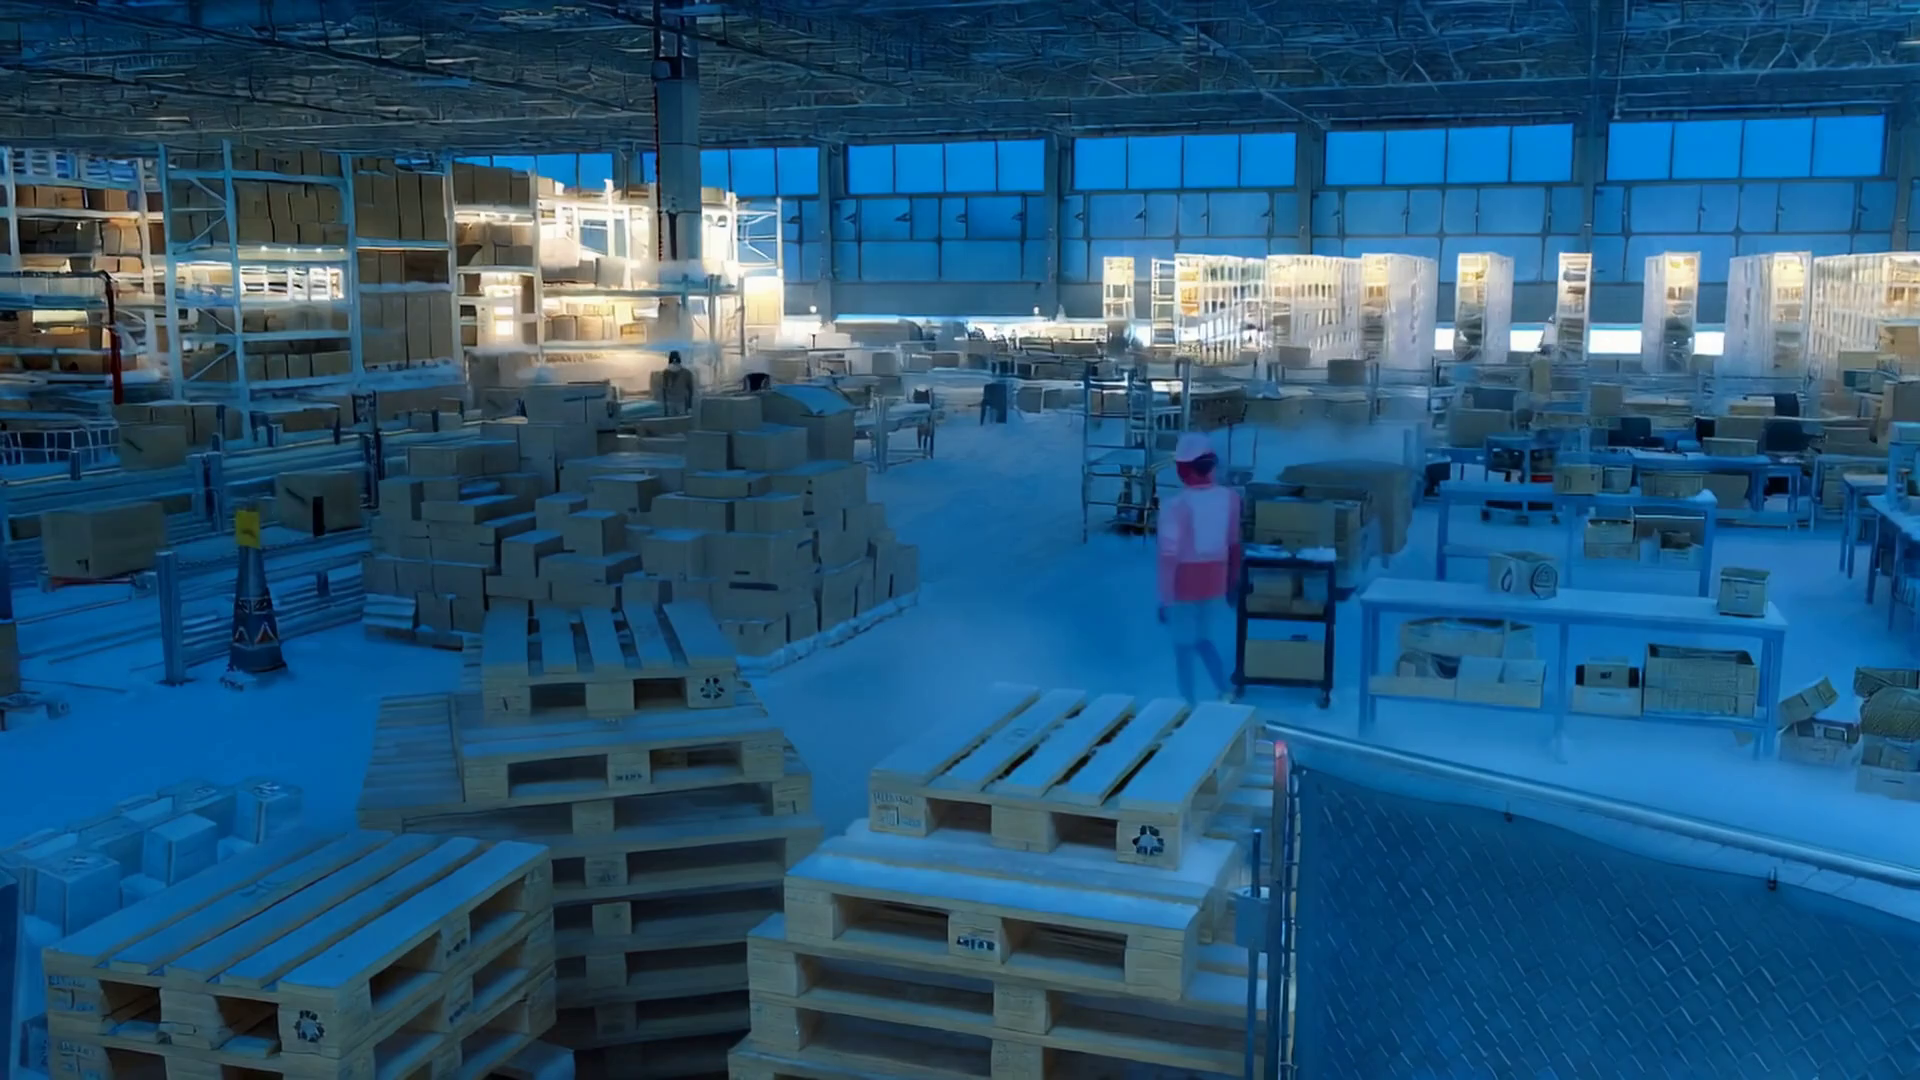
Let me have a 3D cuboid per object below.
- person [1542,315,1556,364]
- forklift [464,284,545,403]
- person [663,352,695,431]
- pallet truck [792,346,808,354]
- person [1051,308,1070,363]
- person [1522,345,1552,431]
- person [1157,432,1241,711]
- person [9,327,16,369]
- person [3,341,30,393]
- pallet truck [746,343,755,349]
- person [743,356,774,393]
[{"bbox_3d":[17.968,-5.956,50.826,0.643,1.806,0.423,-6,11,-33],"label":"person"},{"bbox_3d":[-10.832,-4.702,39.610,1.129,2.768,1.873,3,10,20],"label":"forklift"},{"bbox_3d":[-4.665,-2.244,27.662,0.584,1.780,0.975,3,10,18],"label":"person"},{"bbox_3d":[-3.705,-4.298,42.022,0.653,1.274,1.630,3,10,20],"label":"pallet truck"},{"bbox_3d":[3.231,-6.456,53.390,0.612,1.997,0.375,2,9,11],"label":"person"},{"bbox_3d":[10.646,-2.708,30.626,0.457,1.754,0.530,-2,9,-13],"label":"person"},{"bbox_3d":[1.550,0.321,10.728,0.632,2.031,0.534,-5,10,-29],"label":"person"},{"bbox_3d":[-26.154,-5.088,46.054,0.536,1.585,0.877,3,10,20],"label":"person"},{"bbox_3d":[-22.642,-4.119,39.941,0.729,1.600,0.533,-3,10,-20],"label":"person"},{"bbox_3d":[-6.183,-4.618,44.264,1.601,1.201,0.680,-9,12,-43],"label":"pallet truck"},{"bbox_3d":[-3.326,-2.262,28.077,0.546,1.657,0.795,4,10,23],"label":"person"}]
